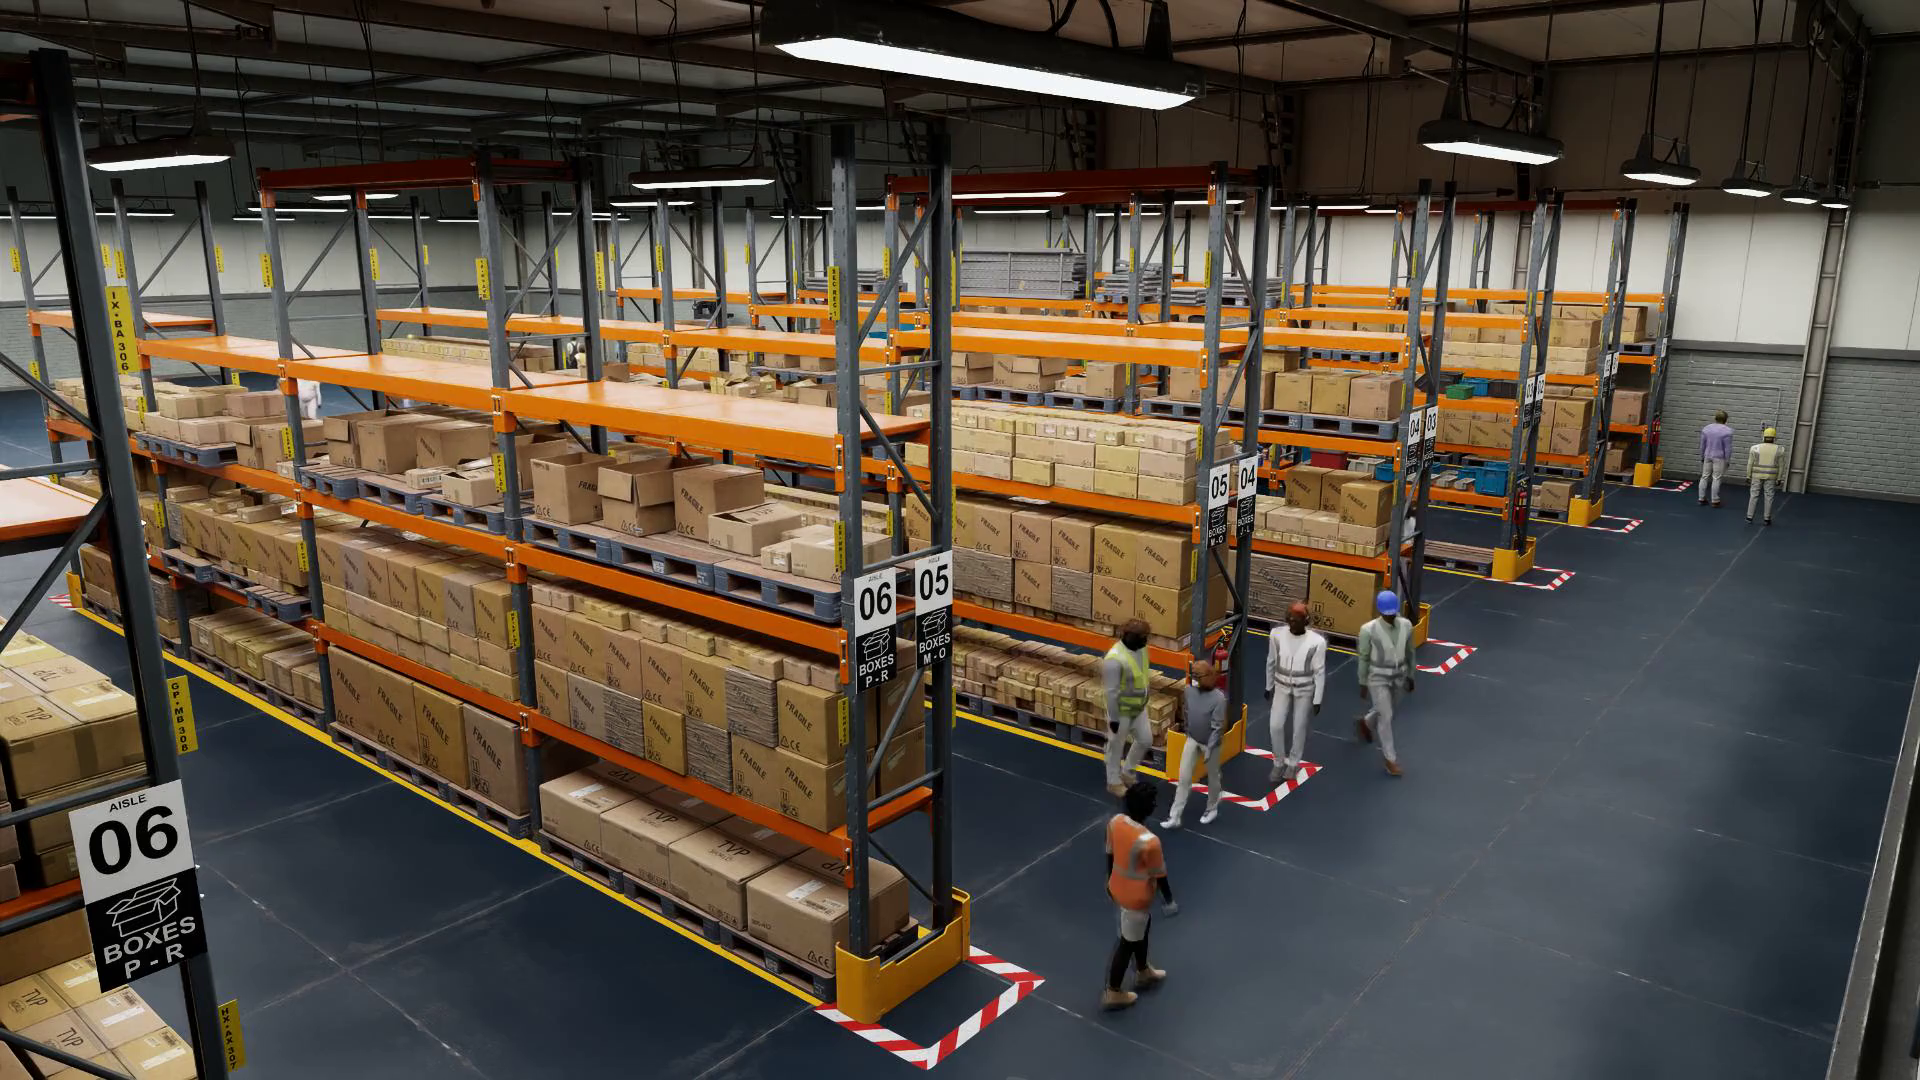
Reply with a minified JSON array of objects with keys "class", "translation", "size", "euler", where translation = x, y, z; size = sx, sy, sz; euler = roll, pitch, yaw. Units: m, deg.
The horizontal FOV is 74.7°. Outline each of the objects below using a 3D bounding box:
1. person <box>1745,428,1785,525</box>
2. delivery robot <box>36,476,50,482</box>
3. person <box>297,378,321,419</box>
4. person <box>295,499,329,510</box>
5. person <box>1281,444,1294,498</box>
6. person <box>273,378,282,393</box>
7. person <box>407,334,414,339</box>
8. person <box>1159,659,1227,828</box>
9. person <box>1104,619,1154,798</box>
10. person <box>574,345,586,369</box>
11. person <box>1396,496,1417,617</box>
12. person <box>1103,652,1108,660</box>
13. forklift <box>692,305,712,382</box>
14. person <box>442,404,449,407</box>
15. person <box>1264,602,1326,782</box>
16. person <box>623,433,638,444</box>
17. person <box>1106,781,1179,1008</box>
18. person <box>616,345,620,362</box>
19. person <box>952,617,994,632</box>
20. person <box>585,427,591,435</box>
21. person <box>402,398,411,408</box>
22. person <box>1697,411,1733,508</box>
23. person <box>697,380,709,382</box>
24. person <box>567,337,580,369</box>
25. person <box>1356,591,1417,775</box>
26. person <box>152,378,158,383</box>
[{"class":"person","translation":[15.205,-1.213,23.798],"size":[0.589,1.833,0.404],"euler":[8,16,30]},{"class":"delivery robot","translation":[-19.064,-1.138,26.049],"size":[0.707,0.478,0.477],"euler":[-5,15,-21]},{"class":"person","translation":[-17.705,-3.763,34.216],"size":[0.640,1.873,0.897],"euler":[-2,14,-9]},{"class":"person","translation":[-12.552,-1.207,24.115],"size":[0.722,1.671,0.537],"euler":[-8,16,-30]},{"class":"person","translation":[6.699,-1.710,25.582],"size":[0.379,1.958,0.600],"euler":[8,16,31]},{"class":"person","translation":[-16.838,-3.098,31.436],"size":[0.670,1.889,0.569],"euler":[-11,18,-39]},{"class":"person","translation":[-20.327,-6.744,46.722],"size":[0.451,1.752,0.532],"euler":[7,15,26]},{"class":"person","translation":[2.147,1.890,11.493],"size":[0.766,1.605,0.502],"euler":[-13,19,-43]},{"class":"person","translation":[1.622,1.627,12.148],"size":[0.485,1.815,0.668],"euler":[11,17,38]},{"class":"person","translation":[-12.394,-5.521,41.575],"size":[0.621,1.823,0.722],"euler":[-7,15,-27]},{"class":"person","translation":[6.110,0.243,17.788],"size":[0.584,1.857,0.668],"euler":[-10,17,-35]},{"class":"person","translation":[1.993,0.799,15.366],"size":[0.622,1.901,0.748],"euler":[-11,18,-38]},{"class":"forklift","translation":[-9.511,-7.392,47.124],"size":[1.873,2.768,1.129],"euler":[11,17,38]},{"class":"person","translation":[-10.706,-1.897,26.436],"size":[0.371,1.916,0.597],"euler":[10,17,36]},{"class":"person","translation":[3.290,1.521,12.473],"size":[0.610,1.863,0.607],"euler":[7,15,27]},{"class":"person","translation":[-6.180,-1.199,23.608],"size":[0.562,1.885,0.973],"euler":[-13,19,-43]},{"class":"person","translation":[1.318,2.489,8.902],"size":[0.684,1.670,0.540],"euler":[-5,15,-20]},{"class":"person","translation":[-12.633,-6.796,47.144],"size":[0.866,1.651,0.545],"euler":[4,14,16]},{"class":"person","translation":[0.250,0.469,16.490],"size":[0.624,2.022,0.694],"euler":[-13,19,-42]},{"class":"person","translation":[-9.488,-3.235,32.548],"size":[0.401,1.623,0.534],"euler":[9,16,33]},{"class":"person","translation":[-16.464,-4.439,37.300],"size":[0.520,1.721,0.916],"euler":[1,14,4]},{"class":"person","translation":[15.194,-1.637,25.332],"size":[0.364,1.938,0.639],"euler":[-7,15,-26]},{"class":"person","translation":[-7.490,-4.271,36.263],"size":[0.942,1.889,0.564],"euler":[-4,14,-16]},{"class":"person","translation":[-14.068,-6.595,45.943],"size":[0.501,1.830,0.426],"euler":[-9,16,-32]},{"class":"person","translation":[4.323,1.388,12.962],"size":[0.645,1.904,0.847],"euler":[-4,14,-16]},{"class":"person","translation":[-19.983,-3.132,31.569],"size":[0.622,1.893,0.650],"euler":[-8,16,-30]}]
